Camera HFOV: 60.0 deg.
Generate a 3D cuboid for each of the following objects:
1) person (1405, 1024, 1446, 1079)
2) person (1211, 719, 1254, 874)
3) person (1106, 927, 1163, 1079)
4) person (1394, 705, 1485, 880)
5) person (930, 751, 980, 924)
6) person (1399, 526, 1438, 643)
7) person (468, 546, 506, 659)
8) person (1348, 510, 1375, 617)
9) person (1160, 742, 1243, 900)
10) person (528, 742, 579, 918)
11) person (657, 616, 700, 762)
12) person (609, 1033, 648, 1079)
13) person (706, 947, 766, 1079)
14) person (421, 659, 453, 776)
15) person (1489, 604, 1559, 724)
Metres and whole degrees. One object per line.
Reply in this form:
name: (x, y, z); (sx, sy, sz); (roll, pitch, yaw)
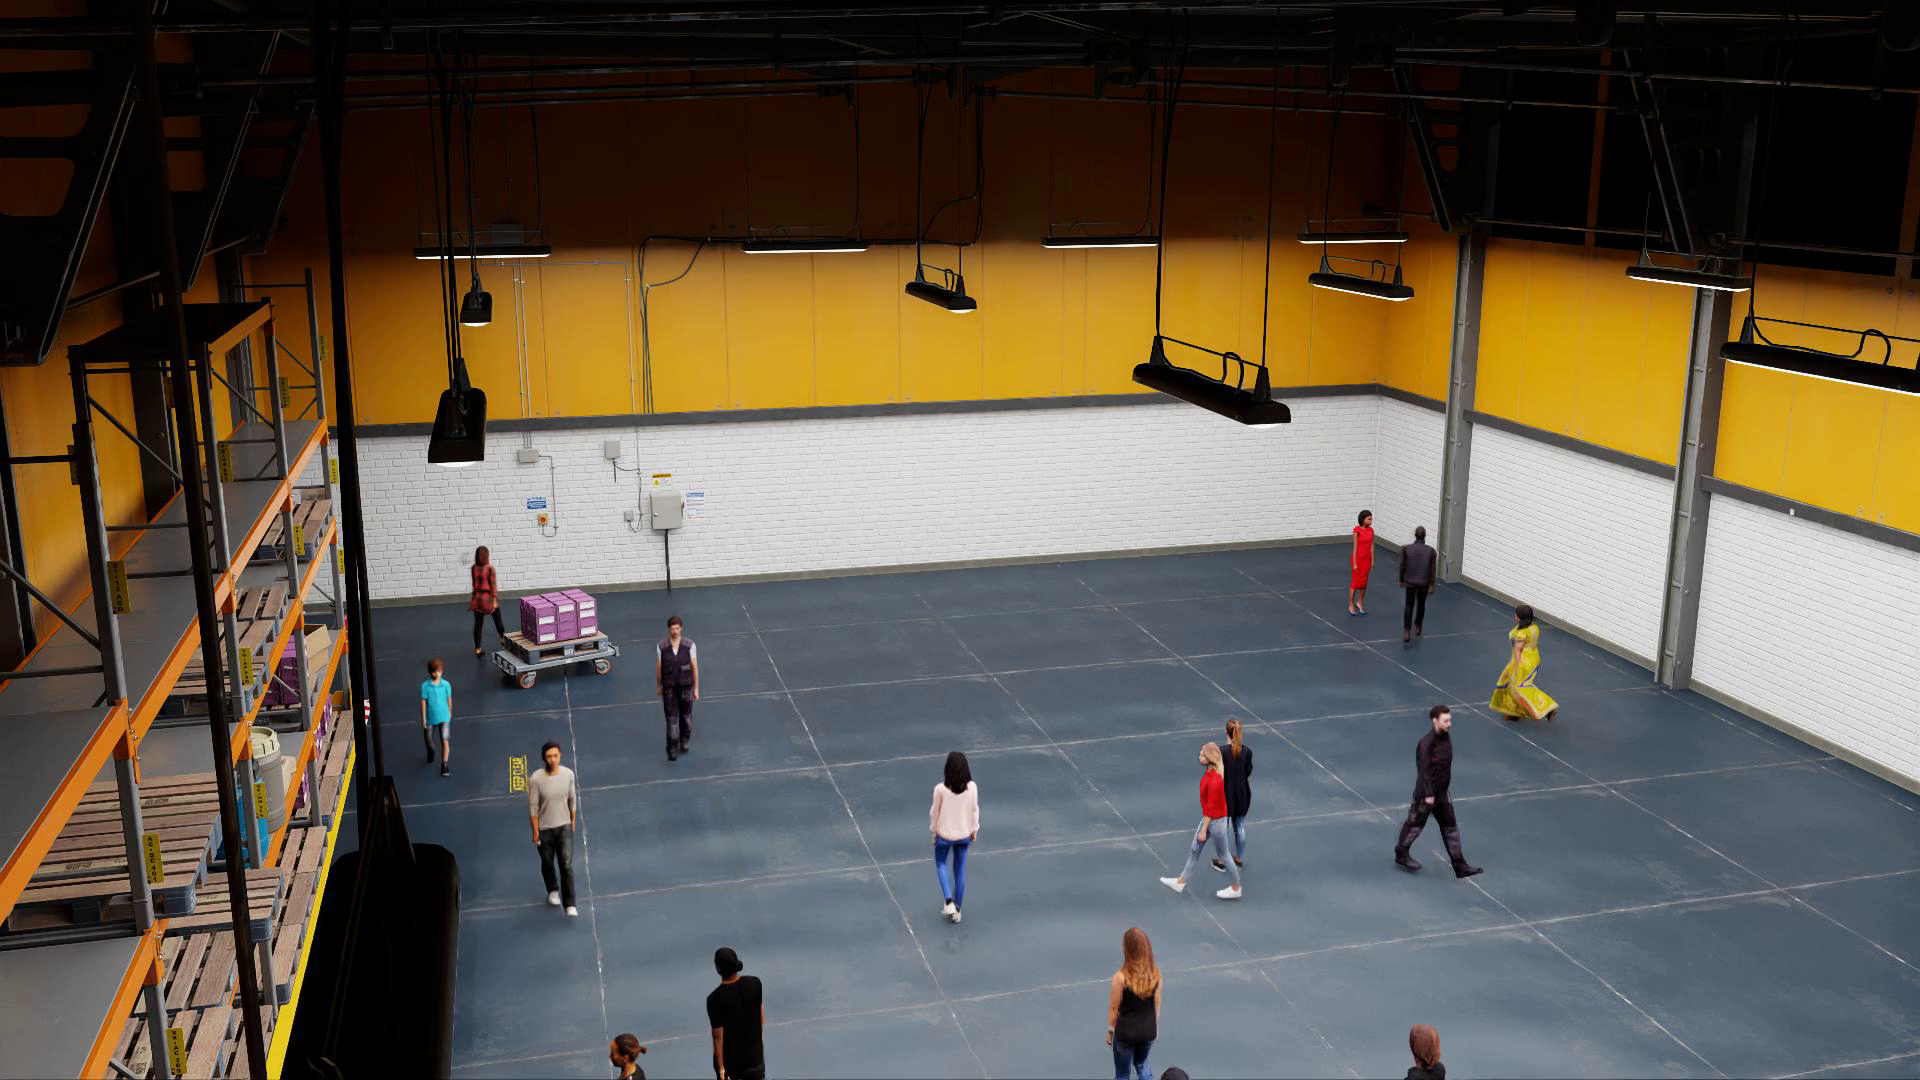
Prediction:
person: (3.280, 4.199, 11.443); (0.901, 1.646, 1.169); (-11, 18, -39)
person: (2.869, 2.691, 17.590); (0.635, 1.684, 0.565); (-3, 14, -11)
person: (1.383, 3.836, 12.807); (0.636, 1.709, 0.721); (-7, 15, -25)
person: (4.875, 2.634, 17.453); (1.061, 1.860, 1.287); (-13, 19, -42)
person: (-0.050, 2.956, 16.343); (0.685, 1.756, 0.646); (-2, 14, -9)
person: (6.980, 0.717, 25.512); (1.153, 1.793, 1.311); (5, 15, 20)
person: (-7.139, 0.955, 24.816); (0.993, 1.658, 1.158); (4, 14, 18)
person: (6.525, 0.361, 27.099); (0.621, 1.738, 0.571); (-7, 15, -26)
person: (2.659, 2.878, 16.850); (0.915, 1.668, 1.080); (1, 14, 4)
person: (-4.117, 2.862, 16.698); (0.755, 1.772, 1.108); (-6, 15, -23)
person: (-3.538, 1.825, 20.894); (0.728, 1.812, 1.117); (-2, 14, -9)
person: (-2.243, 4.174, 11.497); (0.652, 1.668, 0.468); (-2, 14, -10)
person: (-1.617, 3.905, 12.480); (0.866, 1.730, 1.141); (-9, 16, -32)
person: (-6.424, 2.143, 20.374); (0.574, 1.439, 0.801); (-6, 15, -23)
person: (7.501, 1.684, 21.869); (1.304, 1.627, 1.151); (12, 18, 41)
